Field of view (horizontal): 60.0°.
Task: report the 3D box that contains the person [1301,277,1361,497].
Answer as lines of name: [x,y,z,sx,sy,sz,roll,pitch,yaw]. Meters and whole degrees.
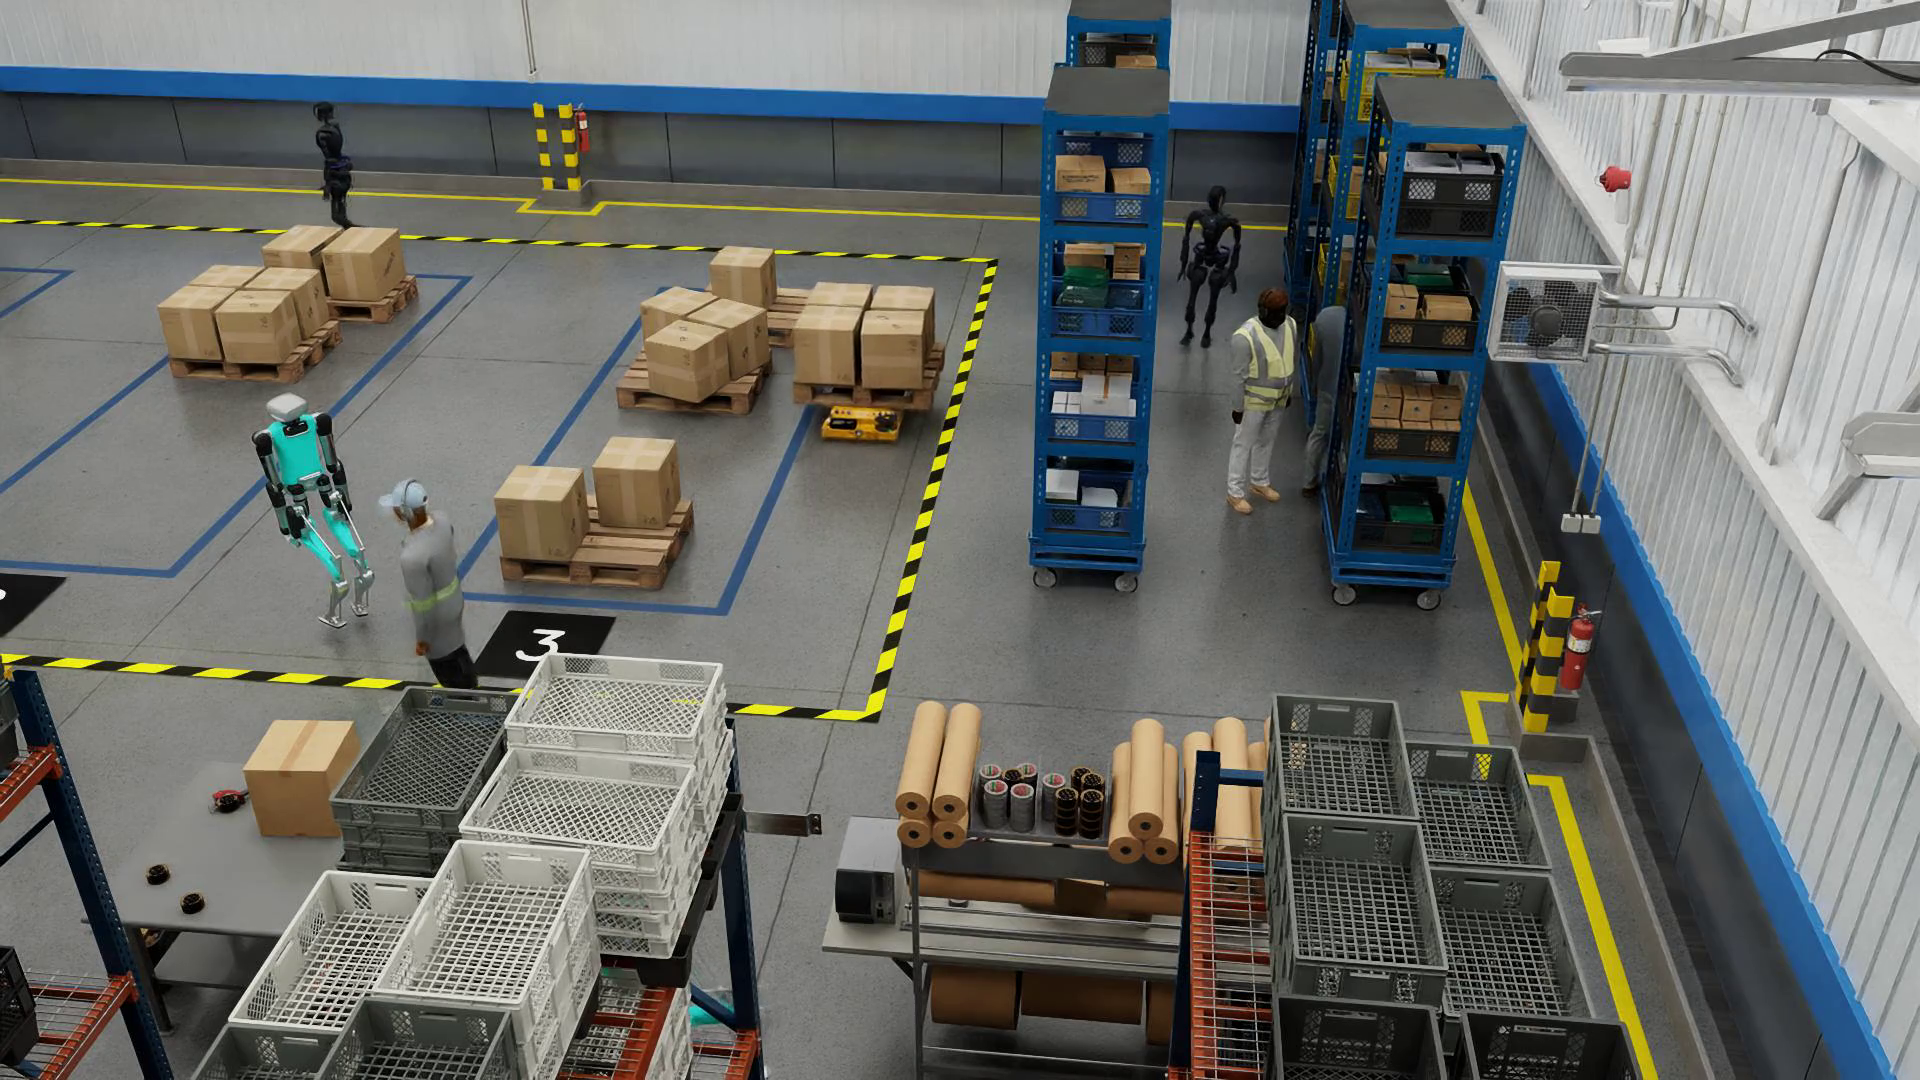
person: [2.981,-1.154,13.009,0.367,1.932,0.627,-18,35,-27]

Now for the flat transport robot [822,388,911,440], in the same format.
flat transport robot: [-0.791,-1.309,14.895,0.652,0.197,1.431,3,30,6]

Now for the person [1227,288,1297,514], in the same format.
person: [2.371,-1.102,13.002,0.632,1.841,0.429,-21,36,-31]

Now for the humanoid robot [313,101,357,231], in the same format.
humanoid robot: [-6.711,-3.974,18.101,0.493,1.636,0.601,-2,30,-4]

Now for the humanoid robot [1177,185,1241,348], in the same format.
humanoid robot: [2.360,-2.588,15.728,0.591,1.640,0.418,11,32,18]

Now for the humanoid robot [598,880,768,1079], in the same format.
humanoid robot: [-1.284,2.067,7.738,1.029,1.777,0.531,-13,32,-20]

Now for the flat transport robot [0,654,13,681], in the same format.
flat transport robot: [-7.142,0.969,11.010,1.431,0.231,0.659,3,30,6]

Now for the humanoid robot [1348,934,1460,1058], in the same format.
humanoid robot: [1.941,2.261,7.448,0.603,1.632,0.822,12,32,20]

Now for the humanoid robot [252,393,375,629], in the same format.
humanoid robot: [-4.314,-0.139,11.320,0.533,1.677,0.735,-26,39,-37]

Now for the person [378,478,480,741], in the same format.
person: [-3.284,0.446,10.334,0.395,1.850,0.596,1,30,2]
